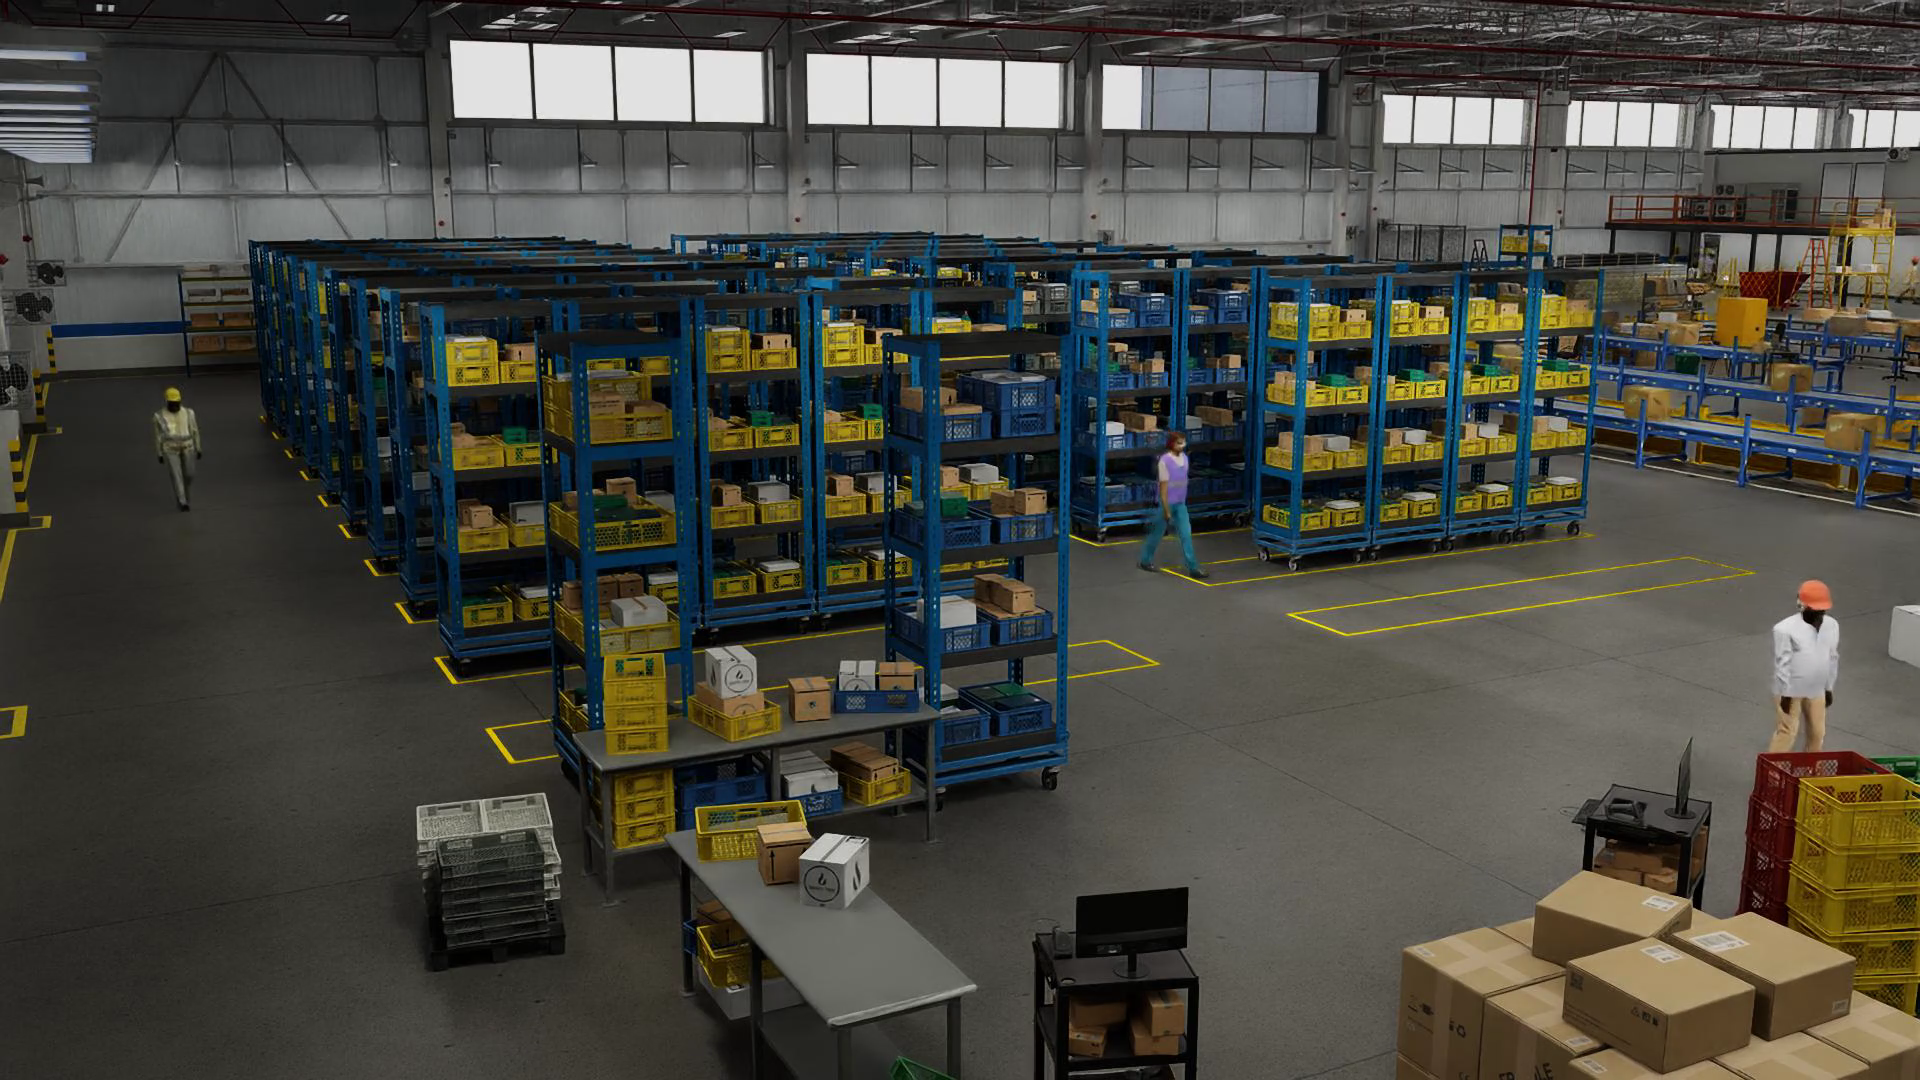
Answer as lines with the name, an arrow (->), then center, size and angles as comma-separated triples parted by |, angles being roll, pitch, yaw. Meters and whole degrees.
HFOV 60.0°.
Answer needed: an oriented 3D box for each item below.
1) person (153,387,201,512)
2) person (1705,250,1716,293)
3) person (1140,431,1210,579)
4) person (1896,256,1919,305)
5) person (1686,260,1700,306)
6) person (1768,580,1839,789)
person -> -11.406, -1.334, 24.241 | 0.612, 1.819, 0.517 | -10, 15, -38
person -> 32.899, -11.841, 73.237 | 0.844, 1.897, 0.593 | 8, 14, 31
person -> 2.572, -0.438, 20.133 | 0.987, 1.797, 0.589 | 11, 17, 43
person -> 37.805, -10.329, 66.142 | 0.559, 1.902, 0.947 | -10, 16, -39
person -> 27.904, -9.708, 63.265 | 0.581, 1.882, 0.351 | -6, 14, -26
person -> 6.533, 1.142, 12.847 | 0.572, 1.741, 0.360 | -3, 12, -12
